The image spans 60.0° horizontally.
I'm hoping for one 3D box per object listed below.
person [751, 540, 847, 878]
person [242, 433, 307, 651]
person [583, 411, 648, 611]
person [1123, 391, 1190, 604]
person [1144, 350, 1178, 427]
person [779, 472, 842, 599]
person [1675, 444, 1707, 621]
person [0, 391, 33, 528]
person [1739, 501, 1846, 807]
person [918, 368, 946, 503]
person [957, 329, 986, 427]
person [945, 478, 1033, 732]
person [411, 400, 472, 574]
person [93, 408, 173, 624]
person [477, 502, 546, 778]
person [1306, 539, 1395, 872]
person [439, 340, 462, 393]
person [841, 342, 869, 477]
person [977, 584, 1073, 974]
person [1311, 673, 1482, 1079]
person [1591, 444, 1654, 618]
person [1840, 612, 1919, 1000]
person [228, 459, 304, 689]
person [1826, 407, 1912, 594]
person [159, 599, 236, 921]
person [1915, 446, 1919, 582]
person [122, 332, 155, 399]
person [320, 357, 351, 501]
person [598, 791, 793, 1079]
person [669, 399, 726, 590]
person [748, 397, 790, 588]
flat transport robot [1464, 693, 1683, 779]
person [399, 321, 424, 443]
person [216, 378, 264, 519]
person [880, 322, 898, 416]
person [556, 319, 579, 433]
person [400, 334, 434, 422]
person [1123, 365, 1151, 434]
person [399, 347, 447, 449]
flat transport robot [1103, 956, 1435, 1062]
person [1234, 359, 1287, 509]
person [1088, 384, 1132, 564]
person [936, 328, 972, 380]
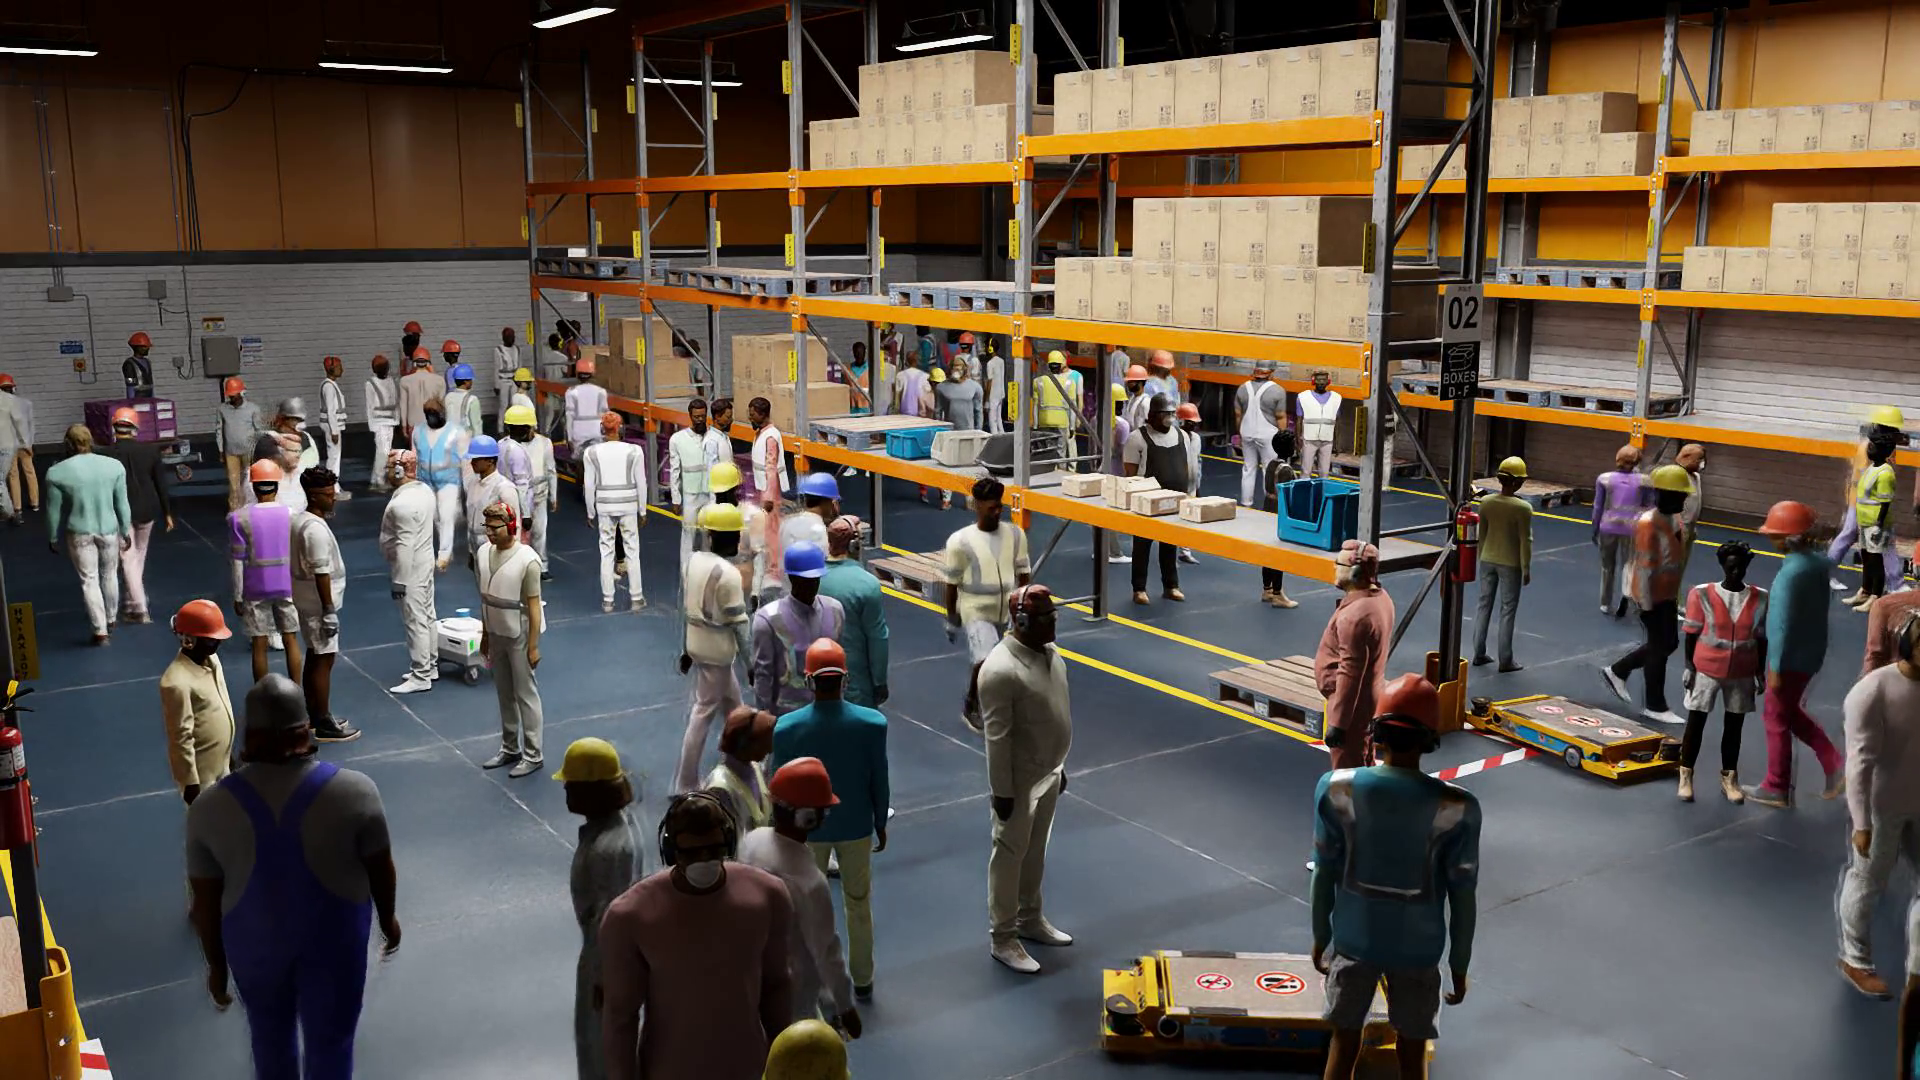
[{"bbox_3d":[-0.868,0.954,9.205,0.604,1.949,0.398,-9,14,-40],"label":"person"},{"bbox_3d":[-5.816,0.021,14.193,0.554,1.865,0.666,4,12,20],"label":"person"},{"bbox_3d":[-3.218,-0.268,15.618,0.574,1.886,0.352,-1,11,-5],"label":"person"},{"bbox_3d":[1.930,-0.403,15.914,0.686,2.000,0.538,-4,12,-21],"label":"person"},{"bbox_3d":[2.533,-1.470,21.480,0.618,2.011,0.788,-10,15,-41],"label":"person"},{"bbox_3d":[-0.998,0.478,11.717,0.596,1.912,0.612,-9,14,-38],"label":"person"},{"bbox_3d":[6.666,-0.081,15.315,0.268,1.630,0.507,9,15,40],"label":"person"},{"bbox_3d":[-11.517,-1.101,19.896,1.027,1.891,0.639,8,13,35],"label":"person"},{"bbox_3d":[5.204,0.731,10.292,0.625,1.970,0.592,-11,15,-43],"label":"person"},{"bbox_3d":[-0.306,-1.347,21.485,0.524,1.759,0.359,-5,12,-25],"label":"person"},{"bbox_3d":[0.093,-2.957,29.321,0.691,1.907,0.859,-7,13,-33],"label":"person"},{"bbox_3d":[0.213,0.504,11.629,0.611,1.913,1.047,-6,13,-30],"label":"person"},{"bbox_3d":[-5.484,-0.566,17.405,0.647,1.783,0.929,2,11,10],"label":"person"},{"bbox_3d":[-7.682,-0.234,15.302,0.719,1.930,0.917,-10,15,-41],"label":"person"},{"bbox_3d":[-2.973,0.648,11.069,0.561,1.836,0.394,8,14,37],"label":"person"},{"bbox_3d":[2.197,0.937,9.390,0.408,1.913,0.641,5,12,26],"label":"person"},{"bbox_3d":[-7.221,-1.887,23.776,0.358,1.938,0.545,0,11,2],"label":"person"},{"bbox_3d":[-1.423,-1.860,23.679,0.597,1.919,0.378,3,11,13],"label":"person"},{"bbox_3d":[0.355,1.158,8.260,0.408,1.913,0.638,6,13,30],"label":"person"},{"bbox_3d":[1.618,1.495,6.245,0.604,2.032,0.420,4,12,20],"label":"person"},{"bbox_3d":[6.075,-0.065,15.280,0.532,1.620,0.593,4,12,20],"label":"person"},{"bbox_3d":[4.389,1.279,7.638,0.648,1.908,0.806,-2,11,-8],"label":"person"},{"bbox_3d":[-5.097,0.361,12.320,0.548,1.924,0.387,-7,13,-31],"label":"person"},{"bbox_3d":[8.905,-0.372,16.222,0.586,1.863,0.990,-6,13,-30],"label":"person"},{"bbox_3d":[-3.940,1.156,8.721,0.354,1.737,0.573,-1,11,-5],"label":"person"},{"bbox_3d":[9.648,-0.383,16.161,0.649,1.905,0.403,9,14,39],"label":"person"},{"bbox_3d":[-11.774,-1.975,23.994,0.419,2.034,0.604,0,11,1],"label":"person"},{"bbox_3d":[-8.169,-1.452,21.706,0.339,1.877,0.577,-4,12,-17],"label":"person"},{"bbox_3d":[-0.818,1.720,5.311,0.637,1.938,0.355,-6,12,-26],"label":"person"},{"bbox_3d":[-2.568,-0.439,16.413,0.597,1.917,0.378,-6,13,-28],"label":"person"},{"bbox_3d":[-1.920,-0.482,16.677,0.399,1.908,0.599,-3,12,-17],"label":"person"},{"bbox_3d":[4.267,1.330,11.588,0.652,0.197,1.431,-5,12,-25],"label":"flat transport robot"},{"bbox_3d":[-8.937,-2.581,27.210,0.412,1.986,0.616,1,11,6],"label":"person"},{"bbox_3d":[-8.804,-1.117,20.328,0.563,1.742,0.338,-1,11,-5],"label":"person"},{"bbox_3d":[-1.377,-3.086,30.205,0.403,1.824,0.594,-8,14,-37],"label":"person"},{"bbox_3d":[-6.648,-2.770,28.239,0.364,1.955,0.611,-6,12,-27],"label":"person"},{"bbox_3d":[-8.021,-2.055,24.566,0.608,1.963,0.371,6,13,28],"label":"person"},{"bbox_3d":[2.108,-1.115,19.819,0.374,1.939,0.545,-3,11,-15],"label":"person"},{"bbox_3d":[-7.033,-1.536,21.865,0.618,1.986,0.408,-3,12,-17],"label":"person"},{"bbox_3d":[1.376,2.112,7.586,1.431,0.197,0.652,1,11,4],"label":"flat transport robot"},{"bbox_3d":[3.711,-1.264,20.322,0.682,2.000,0.536,10,15,40],"label":"person"},{"bbox_3d":[1.621,-0.708,17.767,0.367,1.926,0.594,-9,14,-37],"label":"person"},{"bbox_3d":[-0.115,-2.766,28.626,0.641,1.791,0.943,1,11,7],"label":"person"}]
